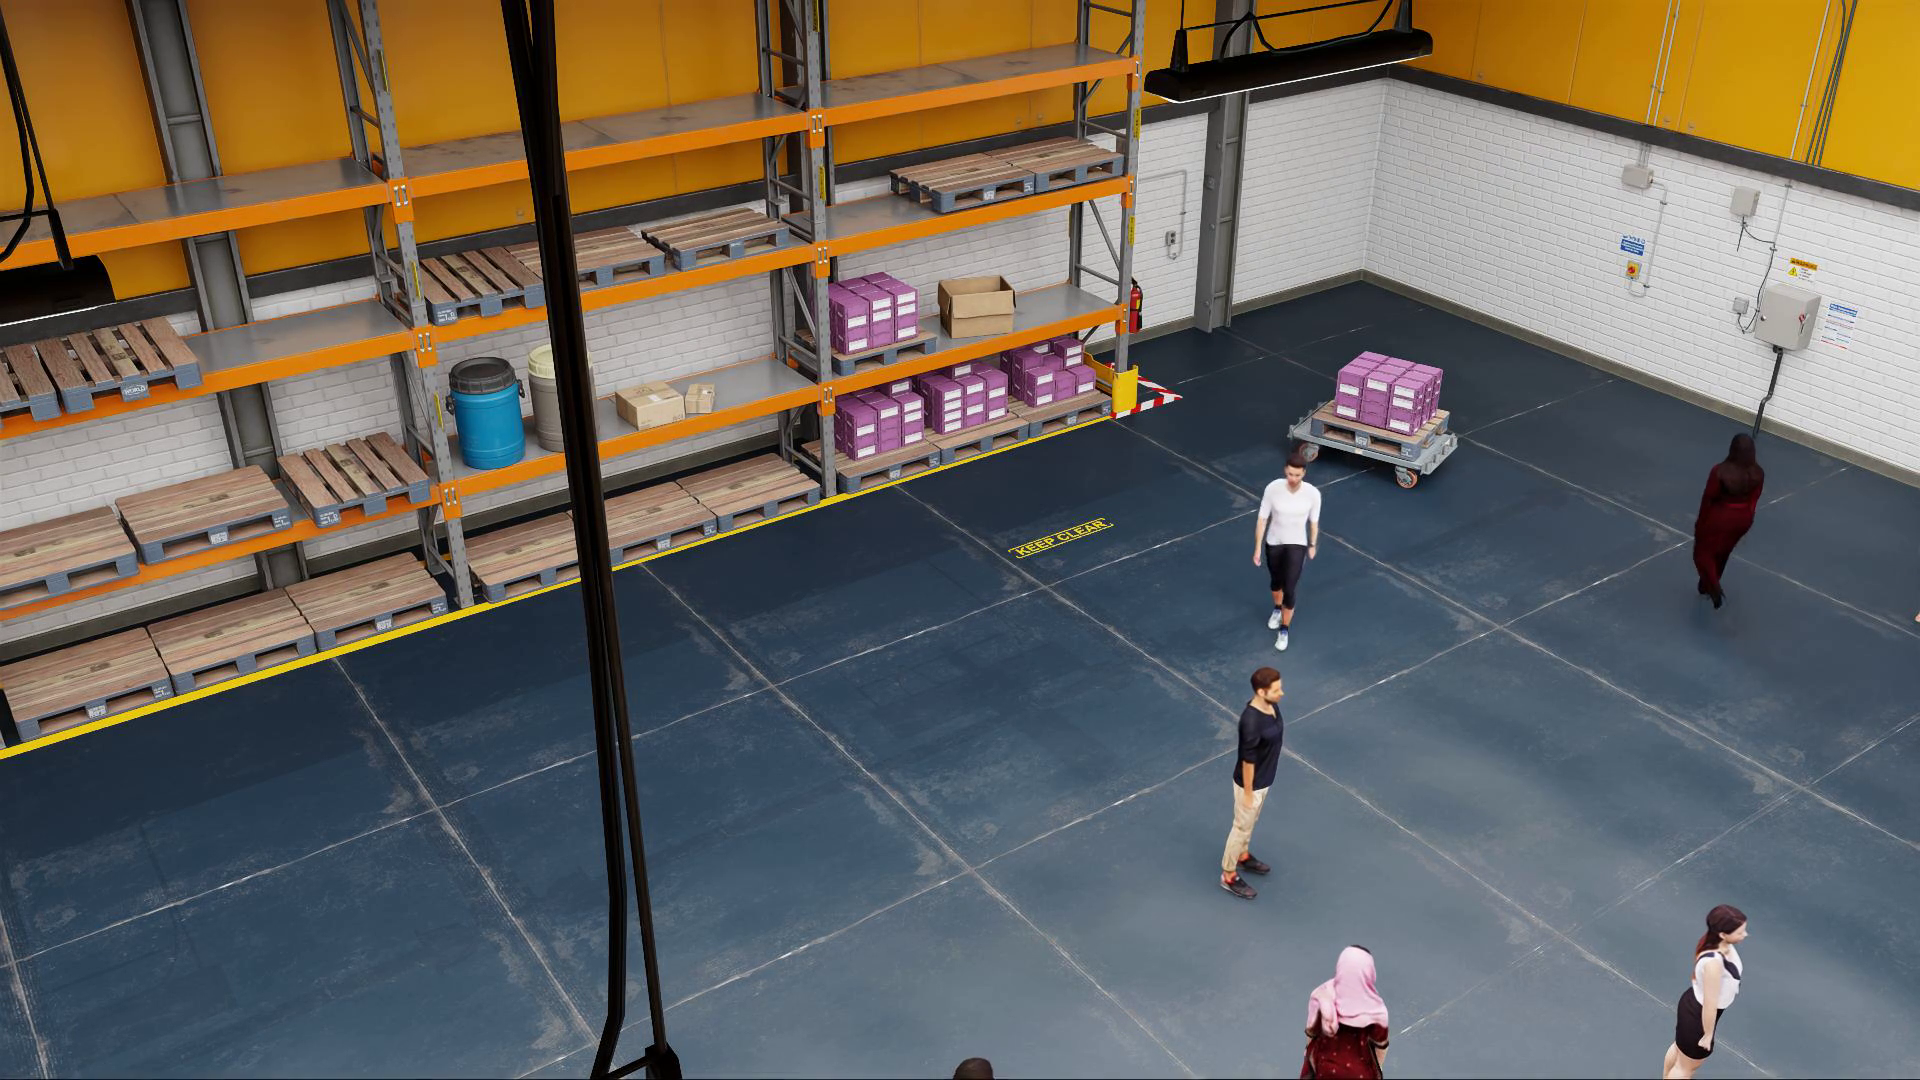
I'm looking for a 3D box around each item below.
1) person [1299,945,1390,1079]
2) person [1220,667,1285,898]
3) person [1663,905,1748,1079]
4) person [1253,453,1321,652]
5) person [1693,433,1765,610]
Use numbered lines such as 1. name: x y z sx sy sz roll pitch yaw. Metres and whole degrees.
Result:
1. person: 2.219 3.007 9.632 0.759 1.638 0.775 12 31 21
2. person: 2.078 1.684 11.831 0.765 1.855 0.634 13 31 23
3. person: 4.419 2.839 9.928 0.694 1.649 0.607 10 30 18
4. person: 2.943 -0.009 14.968 0.961 1.823 1.086 11 31 20
5. person: 7.063 -0.123 15.262 0.967 1.742 0.981 0 29 -1
